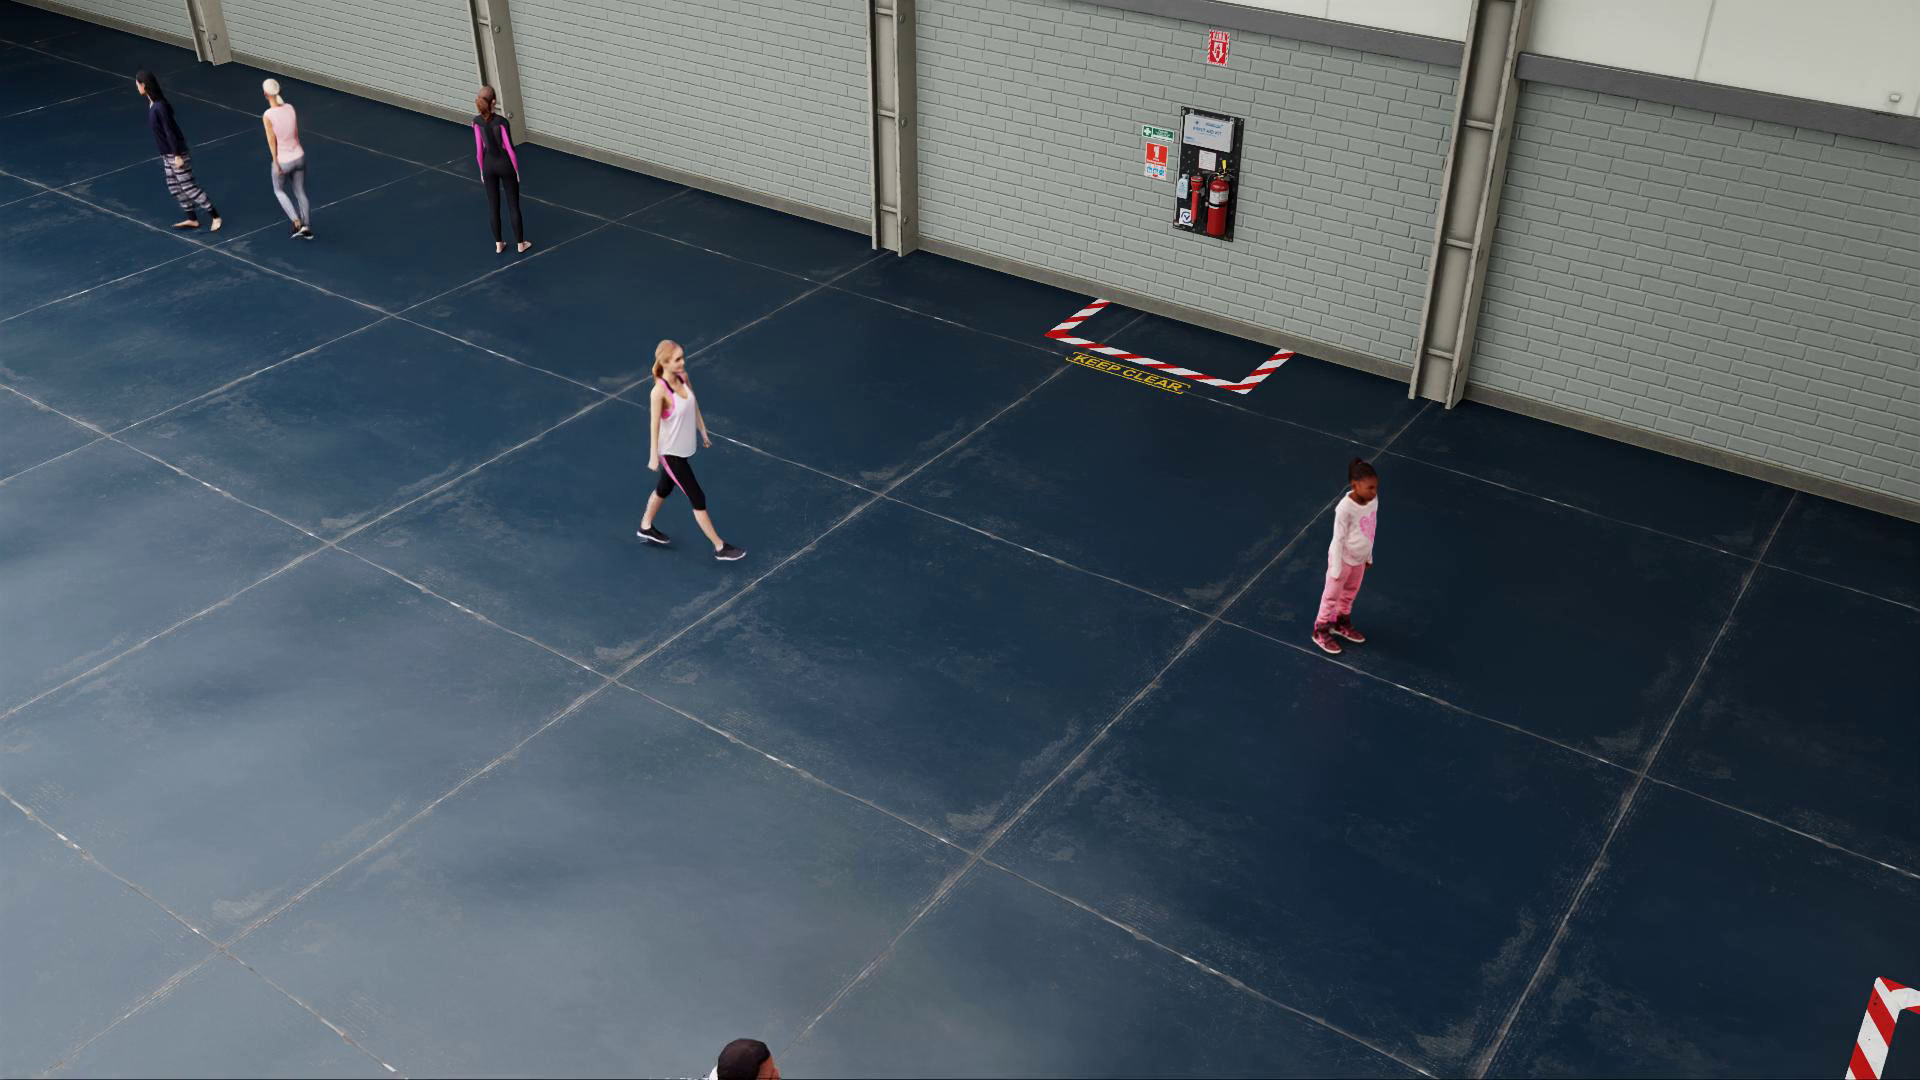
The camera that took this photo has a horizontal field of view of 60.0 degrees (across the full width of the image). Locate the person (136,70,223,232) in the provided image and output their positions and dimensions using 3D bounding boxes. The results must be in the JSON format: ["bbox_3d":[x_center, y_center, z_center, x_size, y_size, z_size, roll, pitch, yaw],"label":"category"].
[{"bbox_3d":[-8.326,-4.137,17.709,0.746,1.713,0.834,25,40,34],"label":"person"}]

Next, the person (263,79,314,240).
[{"bbox_3d":[-6.988,-3.955,17.418,0.657,1.716,0.583,26,40,35],"label":"person"}]

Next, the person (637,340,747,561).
[{"bbox_3d":[-2.158,-0.648,12.163,1.237,1.731,0.829,11,34,17],"label":"person"}]

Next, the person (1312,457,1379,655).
[{"bbox_3d":[2.630,0.085,11.268,0.586,1.445,0.580,-22,38,-31],"label":"person"}]

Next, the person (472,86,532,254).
[{"bbox_3d":[-4.763,-3.822,17.174,0.645,1.752,0.721,1,32,2],"label":"person"}]
